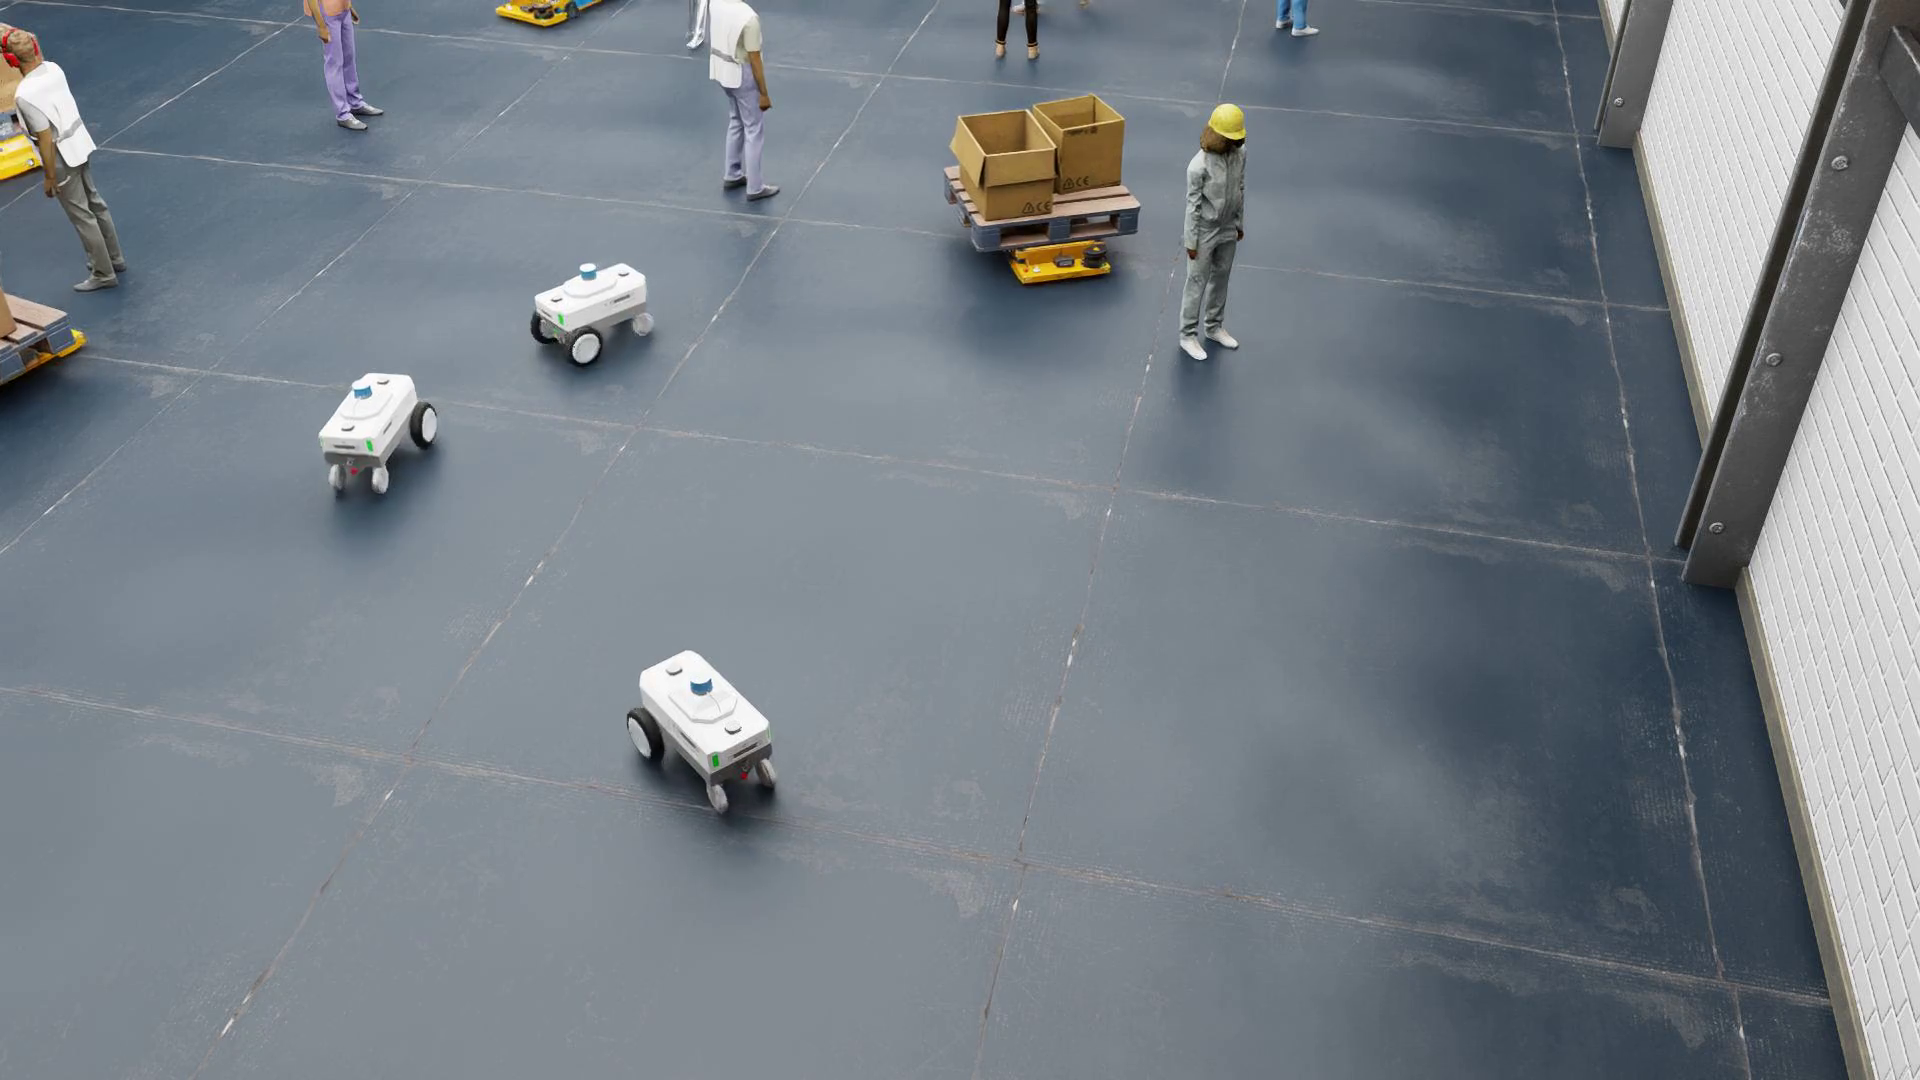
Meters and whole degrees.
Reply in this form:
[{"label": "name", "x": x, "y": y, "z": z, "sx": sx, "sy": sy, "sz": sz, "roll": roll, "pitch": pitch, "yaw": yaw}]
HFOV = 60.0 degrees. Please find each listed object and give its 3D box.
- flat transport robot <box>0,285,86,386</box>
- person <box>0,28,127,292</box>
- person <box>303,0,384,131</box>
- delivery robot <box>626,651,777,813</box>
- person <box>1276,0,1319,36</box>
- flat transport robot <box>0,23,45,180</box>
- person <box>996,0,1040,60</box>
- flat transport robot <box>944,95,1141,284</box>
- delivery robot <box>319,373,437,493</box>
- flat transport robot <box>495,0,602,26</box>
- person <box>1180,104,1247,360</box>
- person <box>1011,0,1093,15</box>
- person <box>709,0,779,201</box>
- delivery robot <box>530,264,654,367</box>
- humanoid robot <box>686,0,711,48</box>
[{"label": "flat transport robot", "x": -6.444, "y": -1.084, "z": 10.669, "sx": 0.659, "sy": 0.231, "sz": 1.431, "roll": 17, "pitch": 40, "yaw": 21}, {"label": "person", "x": -6.113, "y": -2.583, "z": 11.362, "sx": 0.393, "sy": 1.840, "sz": 0.562, "roll": -3, "pitch": 37, "yaw": -4}, {"label": "person", "x": -5.168, "y": -4.326, "z": 13.690, "sx": 0.390, "sy": 1.846, "sz": 0.565, "roll": 6, "pitch": 37, "yaw": 7}, {"label": "delivery robot", "x": -1.208, "y": 0.861, "z": 7.842, "sx": 0.499, "sy": 0.612, "sz": 0.814, "roll": -26, "pitch": 44, "yaw": -30}, {"label": "person", "x": 3.194, "y": -5.596, "z": 15.487, "sx": 0.366, "sy": 1.730, "sz": 0.487, "roll": -16, "pitch": 40, "yaw": -20}, {"label": "flat transport robot", "x": -8.023, "y": -3.283, "z": 13.611, "sx": 1.431, "sy": 0.231, "sz": 0.659, "roll": 22, "pitch": 42, "yaw": 27}, {"label": "person", "x": 0.538, "y": -5.182, "z": 14.967, "sx": 0.533, "sy": 1.688, "sz": 0.322, "roll": 7, "pitch": 37, "yaw": 9}, {"label": "flat transport robot", "x": 0.572, "y": -2.324, "z": 12.329, "sx": 0.659, "sy": 0.231, "sz": 1.431, "roll": -9, "pitch": 38, "yaw": -12}, {"label": "delivery robot", "x": -3.492, "y": -0.678, "z": 9.903, "sx": 0.499, "sy": 0.614, "sz": 0.812, "roll": 4, "pitch": 37, "yaw": 5}, {"label": "flat transport robot", "x": -3.867, "y": -5.434, "z": 16.490, "sx": 0.659, "sy": 0.231, "sz": 1.431, "roll": 20, "pitch": 41, "yaw": 25}, {"label": "person", "x": 1.634, "y": -1.965, "z": 10.629, "sx": 0.487, "sy": 1.728, "sz": 0.320, "roll": -27, "pitch": 44, "yaw": -31}, {"label": "person", "x": 0.930, "y": -5.941, "z": 15.838, "sx": 0.822, "sy": 1.852, "sz": 0.573, "roll": -10, "pitch": 38, "yaw": -13}, {"label": "person", "x": -1.655, "y": -3.449, "z": 12.532, "sx": 0.395, "sy": 1.830, "sz": 0.572, "roll": -26, "pitch": 44, "yaw": -30}, {"label": "delivery robot", "x": -2.450, "y": -1.532, "z": 11.037, "sx": 0.794, "sy": 0.603, "sz": 0.499, "roll": -29, "pitch": 46, "yaw": -33}, {"label": "humanoid robot", "x": -2.497, "y": -5.410, "z": 15.265, "sx": 0.530, "sy": 1.831, "sz": 0.751, "roll": 24, "pitch": 43, "yaw": 28}]
